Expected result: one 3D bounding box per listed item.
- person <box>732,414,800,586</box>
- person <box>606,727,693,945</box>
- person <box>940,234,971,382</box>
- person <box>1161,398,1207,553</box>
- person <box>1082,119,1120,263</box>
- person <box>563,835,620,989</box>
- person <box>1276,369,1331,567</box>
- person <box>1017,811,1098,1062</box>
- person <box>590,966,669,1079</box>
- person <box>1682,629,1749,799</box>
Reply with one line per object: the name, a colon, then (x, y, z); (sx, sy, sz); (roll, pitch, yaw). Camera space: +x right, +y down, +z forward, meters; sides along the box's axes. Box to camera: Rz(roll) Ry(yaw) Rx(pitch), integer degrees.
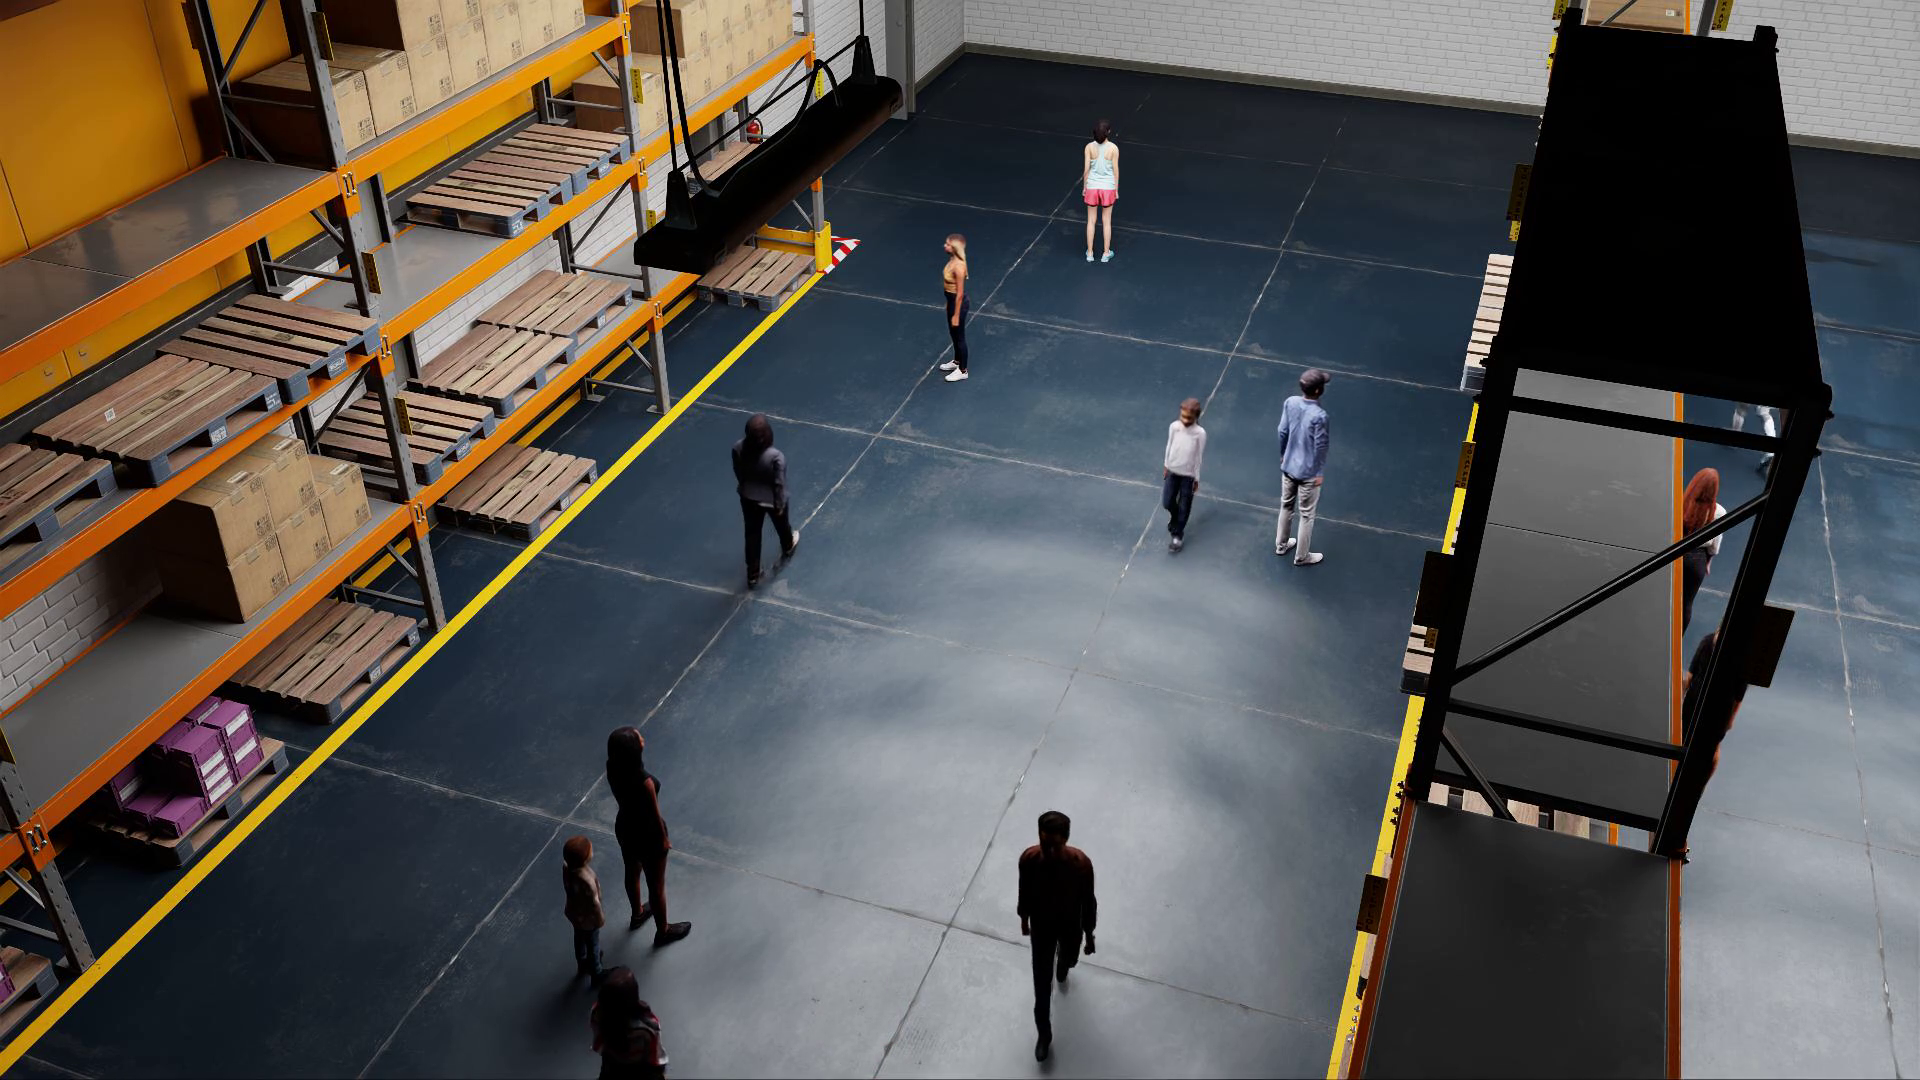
person: (-1.736, -0.333, 14.375); (0.675, 1.557, 1.023); (11, 35, 16)
person: (-2.080, 1.908, 10.838); (0.663, 1.741, 0.642); (26, 41, 33)
person: (-0.030, -2.463, 17.515); (0.715, 1.628, 0.607); (-4, 34, -6)
person: (2.033, -0.635, 14.844); (0.530, 1.541, 0.681); (15, 36, 21)
person: (1.693, -4.214, 20.026); (0.633, 1.765, 0.612); (6, 34, 9)
person: (-2.410, 2.366, 10.644); (0.565, 1.193, 0.542); (-27, 42, -35)
person: (2.996, -0.647, 14.549); (0.771, 1.888, 0.746); (-22, 39, -29)
person: (0.611, 2.302, 10.234); (0.825, 1.752, 1.160); (3, 34, 5)
person: (-1.867, 3.021, 9.292); (0.709, 1.598, 0.944); (5, 34, 7)
person: (5.401, 1.192, 11.974); (0.641, 1.675, 0.618); (-21, 39, -28)
